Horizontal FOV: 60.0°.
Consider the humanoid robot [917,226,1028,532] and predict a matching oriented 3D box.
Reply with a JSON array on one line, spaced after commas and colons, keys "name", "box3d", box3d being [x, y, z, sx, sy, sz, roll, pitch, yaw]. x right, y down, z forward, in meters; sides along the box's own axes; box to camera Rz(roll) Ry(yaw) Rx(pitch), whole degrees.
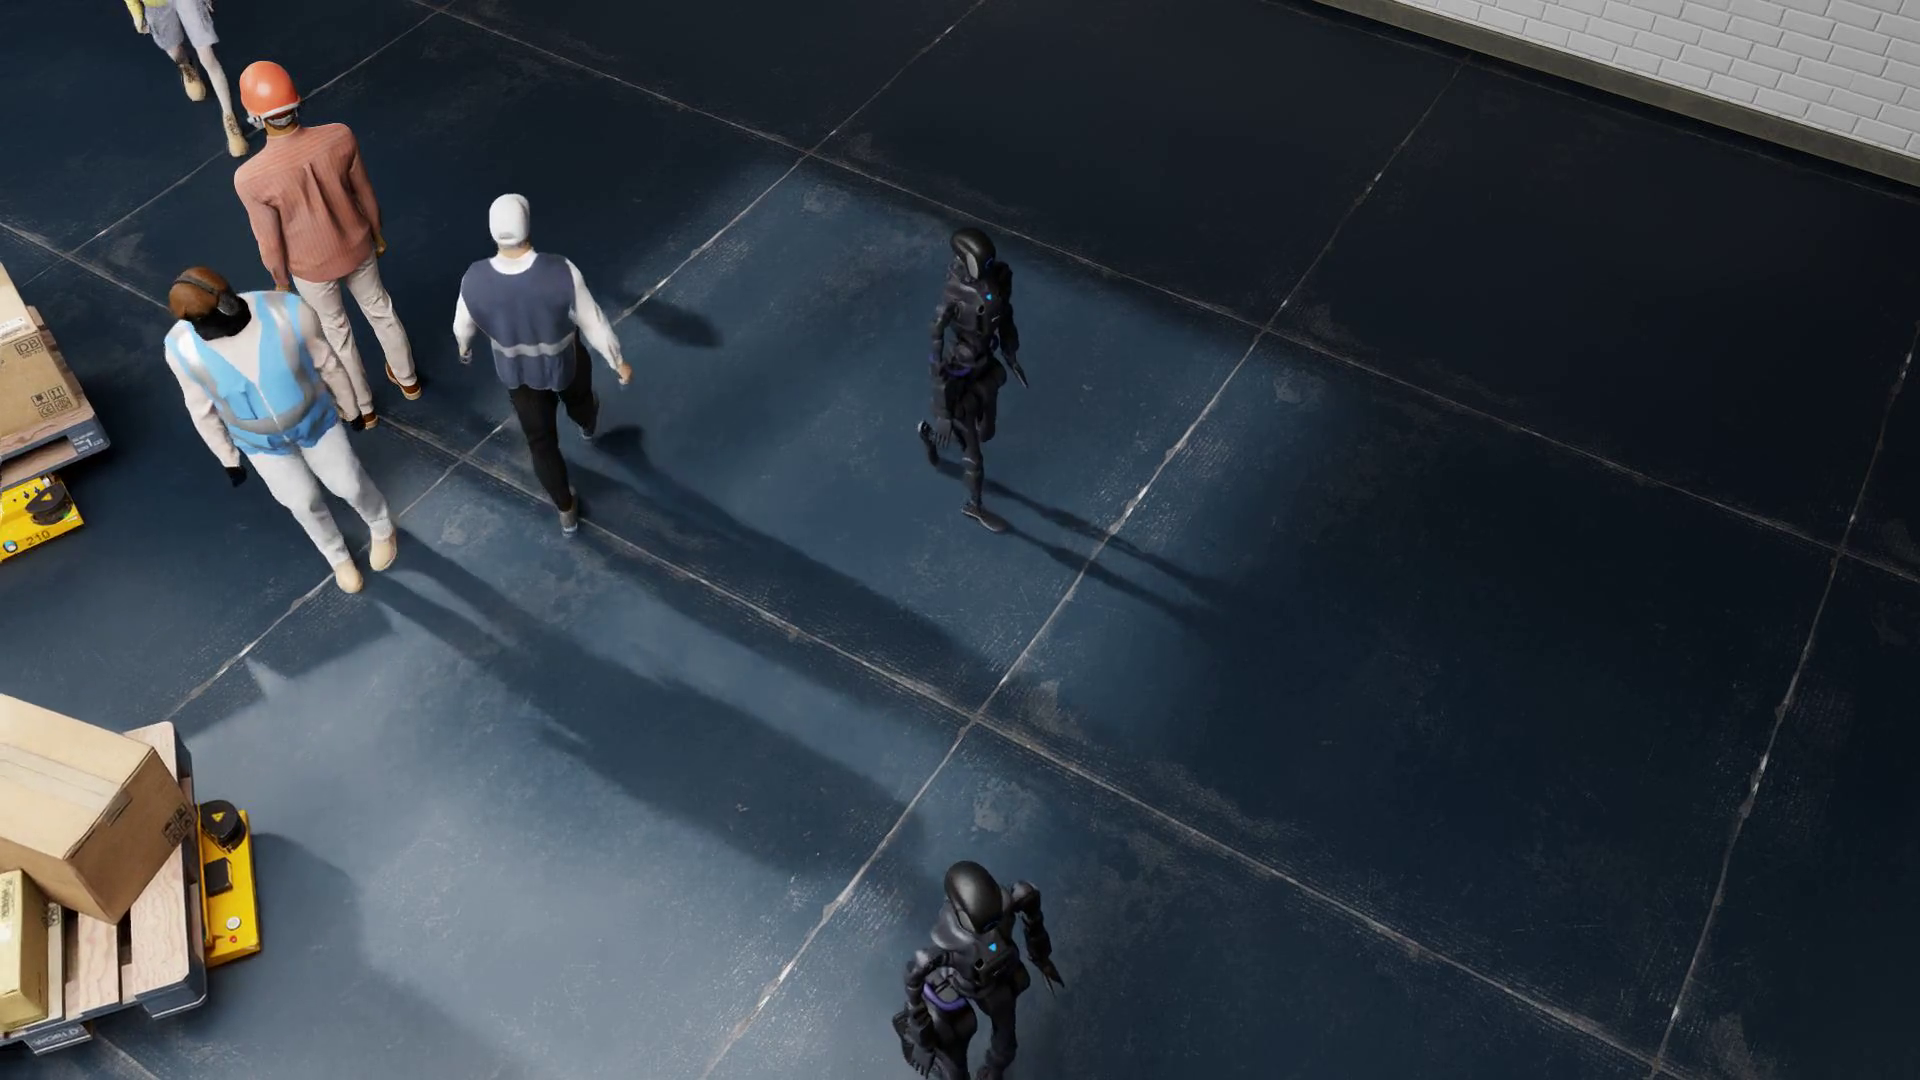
[{"name": "humanoid robot", "box3d": [-0.006, -0.764, 7.556, 0.643, 1.634, 0.585, 31, 56, 24]}]

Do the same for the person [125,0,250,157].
[{"name": "person", "box3d": [-4.558, -3.186, 9.550, 0.482, 1.861, 0.864, -19, 51, -16]}]

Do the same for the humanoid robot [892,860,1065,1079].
[{"name": "humanoid robot", "box3d": [0.028, 1.462, 5.609, 0.606, 1.641, 0.514, -30, 55, -23]}]

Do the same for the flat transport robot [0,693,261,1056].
[{"name": "flat transport robot", "box3d": [-3.516, 1.511, 6.495, 1.431, 0.231, 0.659, -15, 51, -13]}]

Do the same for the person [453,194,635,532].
[{"name": "person", "box3d": [-1.914, -0.899, 7.636, 0.787, 1.712, 0.893, -7, 49, -6]}]

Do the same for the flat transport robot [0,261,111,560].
[{"name": "flat transport robot", "box3d": [-4.888, -0.414, 8.177, 0.659, 0.231, 1.431, -29, 55, -23]}]

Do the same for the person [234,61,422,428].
[{"name": "person", "box3d": [-2.993, -1.367, 7.866, 0.380, 1.994, 0.610, 35, 58, 27]}]

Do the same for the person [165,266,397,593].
[{"name": "person", "box3d": [-2.924, -0.483, 7.221, 0.653, 1.804, 0.440, -18, 51, -15]}]
